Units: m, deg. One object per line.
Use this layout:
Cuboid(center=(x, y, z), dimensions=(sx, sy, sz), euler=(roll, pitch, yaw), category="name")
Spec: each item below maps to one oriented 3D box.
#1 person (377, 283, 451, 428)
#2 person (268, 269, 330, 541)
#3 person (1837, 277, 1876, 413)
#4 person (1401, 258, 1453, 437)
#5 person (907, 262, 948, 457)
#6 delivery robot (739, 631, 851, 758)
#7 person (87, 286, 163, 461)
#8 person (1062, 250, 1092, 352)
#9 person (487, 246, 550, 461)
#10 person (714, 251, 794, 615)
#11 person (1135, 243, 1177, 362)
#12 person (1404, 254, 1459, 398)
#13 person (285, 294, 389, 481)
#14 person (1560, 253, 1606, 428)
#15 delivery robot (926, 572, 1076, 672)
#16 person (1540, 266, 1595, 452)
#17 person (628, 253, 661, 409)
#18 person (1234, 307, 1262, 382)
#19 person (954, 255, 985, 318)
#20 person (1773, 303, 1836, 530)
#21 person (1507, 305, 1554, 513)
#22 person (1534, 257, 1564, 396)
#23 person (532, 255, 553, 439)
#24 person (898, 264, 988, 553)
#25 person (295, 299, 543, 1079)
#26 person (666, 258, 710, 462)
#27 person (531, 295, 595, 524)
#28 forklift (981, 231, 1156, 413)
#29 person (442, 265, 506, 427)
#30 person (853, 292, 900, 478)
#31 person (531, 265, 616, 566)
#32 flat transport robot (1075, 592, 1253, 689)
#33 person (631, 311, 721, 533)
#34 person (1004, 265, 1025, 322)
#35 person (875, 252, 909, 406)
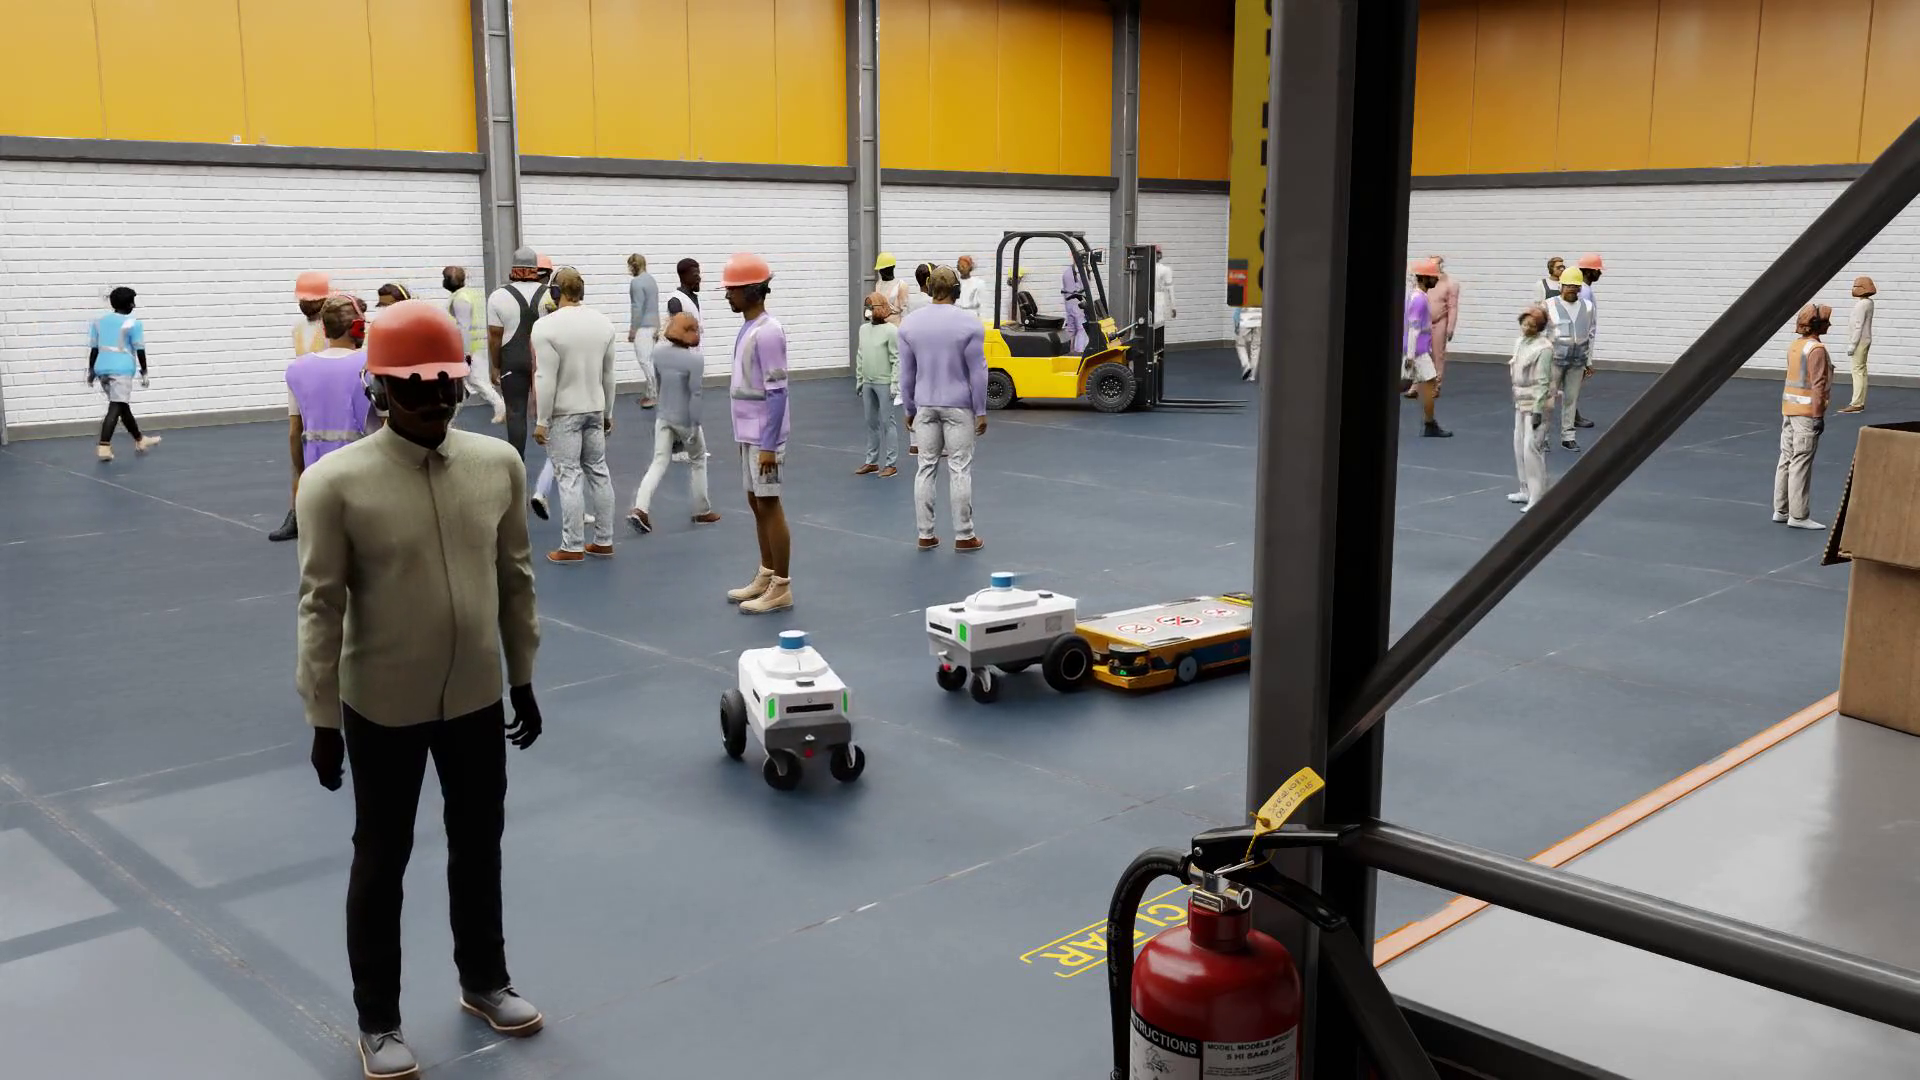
Cuboid(center=(-3.803, -0.851, 11.427), dimensions=(0.515, 1.812, 1.017), euler=(4, 11, 23), category="person")
Cuboid(center=(-4.494, -0.971, 11.822), dimensions=(0.544, 1.900, 0.902), euler=(5, 11, 25), category="person")
Cuboid(center=(10.847, -2.352, 20.082), dimensions=(0.280, 1.633, 0.500), euler=(9, 14, 39), category="person")
Cuboid(center=(4.759, -2.034, 17.628), dimensions=(0.910, 1.909, 0.542), euler=(1, 10, 7), category="person")
Cuboid(center=(-0.311, -1.730, 16.058), dimensions=(0.328, 1.868, 0.513), euler=(-8, 13, -36), category="person")
Cuboid(center=(-0.665, 0.607, 6.635), dimensions=(0.477, 0.478, 0.707), euler=(-3, 11, -16), category="delivery robot")
Cuboid(center=(-8.039, -1.598, 15.919), dimensions=(0.578, 1.630, 0.891), euler=(3, 11, 16), category="person")
Cuboid(center=(1.937, -3.755, 27.032), dimensions=(0.396, 1.898, 0.646), euler=(-7, 12, -32), category="person")
Cuboid(center=(-3.827, -1.575, 14.733), dimensions=(0.690, 2.000, 0.538), euler=(-4, 11, -22), category="person")
Cuboid(center=(-1.165, -0.597, 9.400), dimensions=(0.394, 2.039, 0.614), euler=(-4, 11, -19), category="person")
Cuboid(center=(3.144, -3.806, 27.023), dimensions=(0.759, 1.987, 0.791), euler=(3, 11, 18), category="person")
Cuboid(center=(6.100, -2.770, 21.660), dimensions=(0.673, 1.881, 0.785), euler=(7, 13, 34), category="person")
Cuboid(center=(-3.016, -0.282, 8.221), dimensions=(0.570, 1.840, 0.372), euler=(1, 10, 6), category="person")
Cuboid(center=(6.964, -2.228, 18.575), dimensions=(0.379, 1.937, 0.548), euler=(2, 11, 12), category="person")
Cuboid(center=(0.194, 0.395, 7.786), dimensions=(0.707, 0.478, 0.477), euler=(-7, 13, -34), category="delivery robot")
Cuboid(center=(5.968, -1.775, 16.401), dimensions=(0.599, 1.827, 0.403), euler=(-1, 10, -4), category="person")
Cuboid(center=(-3.883, -2.592, 20.680), dimensions=(0.563, 1.905, 0.836), euler=(1, 10, 6), category="person")
Cuboid(center=(4.234, -3.106, 24.197), dimensions=(0.513, 1.631, 0.390), euler=(-1, 10, -7), category="person")
Cuboid(center=(0.047, -2.921, 22.561), dimensions=(0.600, 1.855, 0.763), euler=(6, 12, 28), category="person")
Cuboid(center=(6.175, -0.903, 12.164), dimensions=(0.309, 1.641, 0.512), euler=(1, 10, 4), category="person")
Cuboid(center=(4.407, -1.012, 12.839), dimensions=(0.400, 1.605, 0.621), euler=(-1, 10, -5), category="person")
Cuboid(center=(7.865, -2.832, 22.117), dimensions=(0.514, 1.846, 0.336), euler=(-1, 10, -8), category="person")
Cuboid(center=(-4.355, -2.023, 17.486), dimensions=(0.542, 1.928, 0.374), euler=(-3, 11, -15), category="person")
Cuboid(center=(-0.105, -0.875, 11.191), dimensions=(0.627, 1.941, 0.371), euler=(4, 11, 20), category="person")
Cuboid(center=(-1.344, 0.390, 4.206), dimensions=(0.428, 1.981, 0.637), euler=(9, 14, 42), category="person")
Cuboid(center=(-2.610, -1.710, 15.802), dimensions=(0.371, 1.916, 0.597), euler=(1, 10, 7), category="person")
Cuboid(center=(-2.898, -0.964, 12.165), dimensions=(0.545, 1.751, 0.449), euler=(6, 12, 29), category="person")
Cuboid(center=(1.222, -2.721, 20.561), dimensions=(2.313, 2.155, 1.214), euler=(2, 11, 13), category="forklift")
Cuboid(center=(-5.492, -2.149, 18.503), dimensions=(0.908, 1.812, 0.627), euler=(-2, 11, -9), category="person")
Cuboid(center=(-0.732, -1.374, 14.744), dimensions=(0.507, 1.633, 0.276), euler=(10, 14, 42), category="person")
Cuboid(center=(-2.499, -0.803, 10.801), dimensions=(0.352, 1.937, 0.635), euler=(8, 13, 37), category="person")
Cuboid(center=(1.145, 0.484, 8.335), dimensions=(1.431, 0.197, 0.652), euler=(-8, 13, -37), category="flat transport robot")
Cuboid(center=(-2.071, -0.858, 12.035), dimensions=(0.504, 1.592, 0.836), euler=(6, 12, 28), category="person")
Cuboid(center=(0.757, -2.883, 22.734), dimensions=(0.821, 1.727, 0.541), euler=(-3, 11, -17), category="person")
Cuboid(center=(-0.893, -2.645, 20.907), dimensions=(0.382, 1.917, 0.585), euler=(-10, 14, -43), category="person")
